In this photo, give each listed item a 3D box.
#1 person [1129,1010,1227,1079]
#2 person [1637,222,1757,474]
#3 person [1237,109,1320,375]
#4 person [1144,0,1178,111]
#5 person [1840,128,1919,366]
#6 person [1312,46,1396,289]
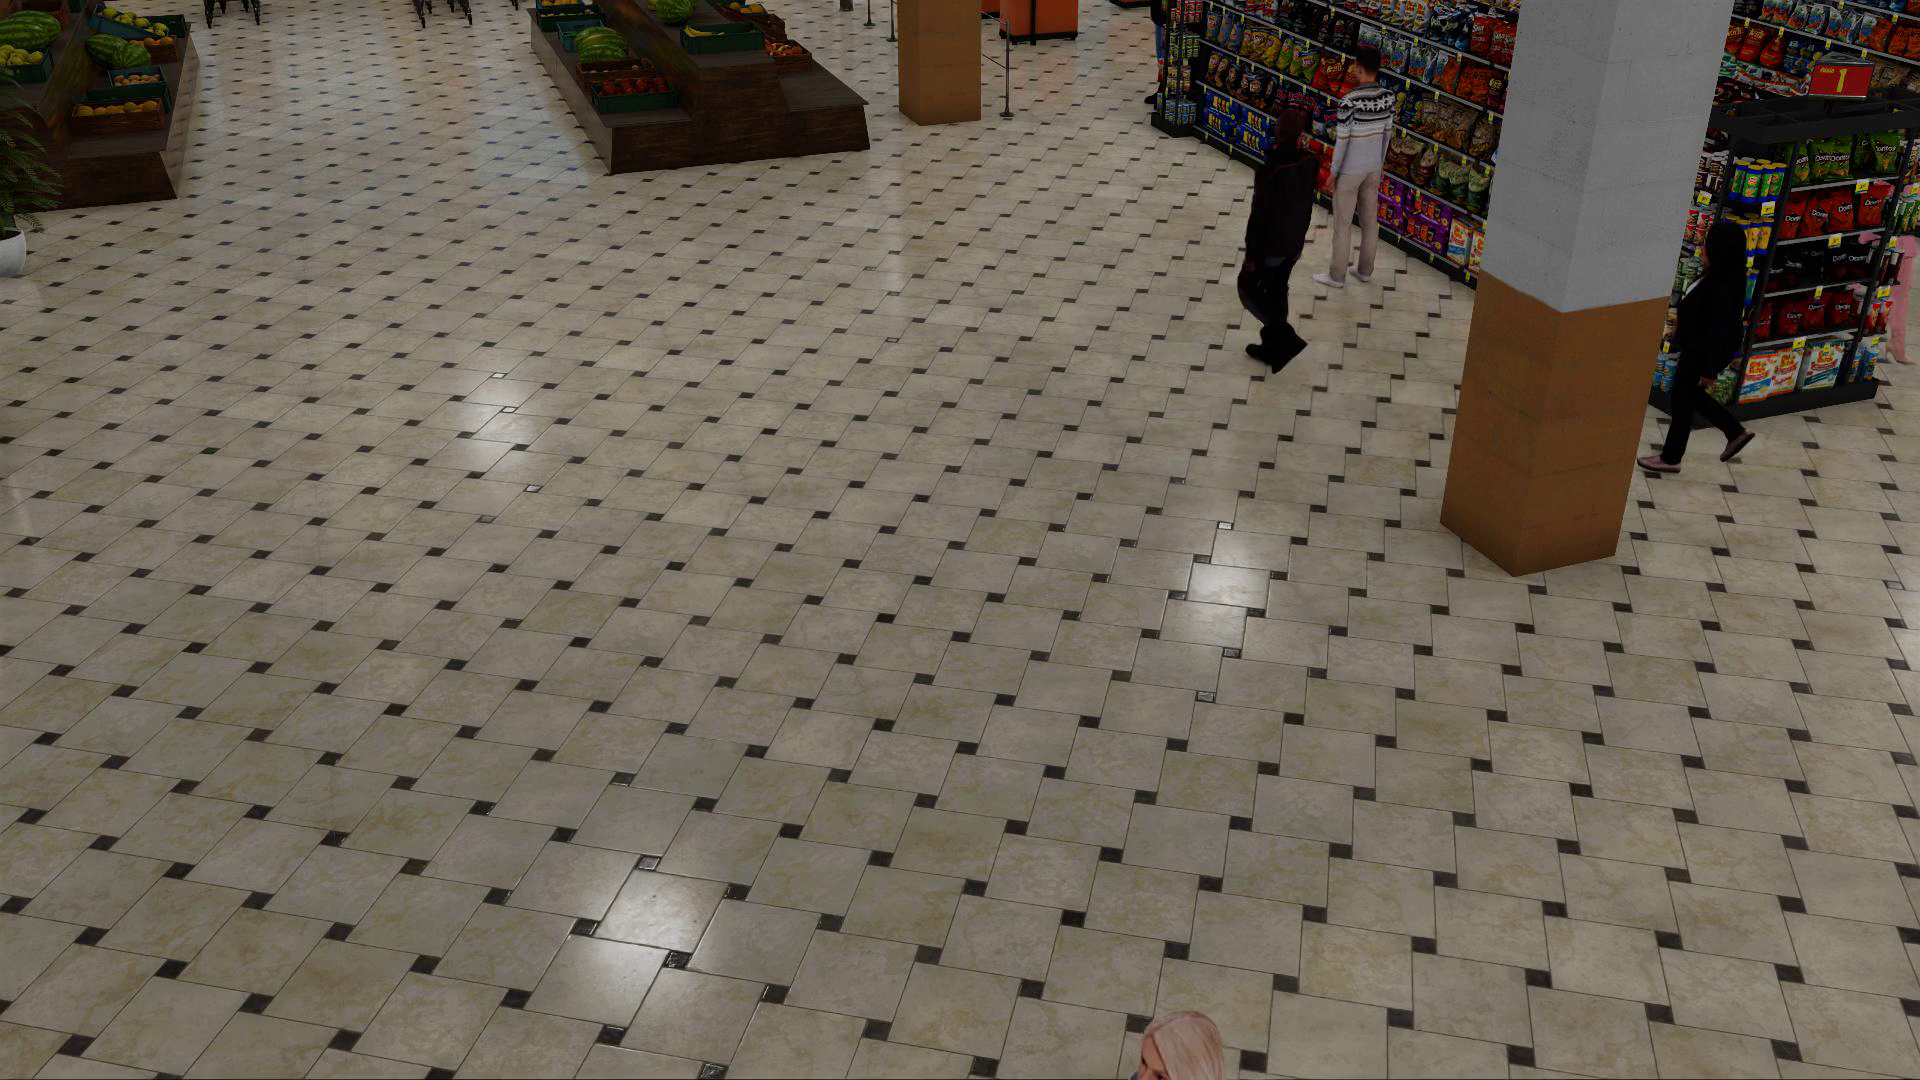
[{"bbox_3d":[0.614,1.868,4.384,0.685,1.713,0.738,-13,31,-23],"label":"person"},{"bbox_3d":[4.562,-1.120,9.980,0.977,1.596,0.931,10,30,18],"label":"person"},{"bbox_3d":[2.235,-2.010,11.386,0.845,1.810,0.959,-20,34,-32],"label":"person"},{"bbox_3d":[2.241,-5.535,17.955,0.661,1.701,0.520,-5,29,-10],"label":"person"},{"bbox_3d":[6.417,-2.151,11.684,0.616,1.771,0.935,-9,30,-16],"label":"person"},{"bbox_3d":[3.107,-2.897,12.957,0.706,1.861,0.604,-14,32,-24],"label":"person"}]
